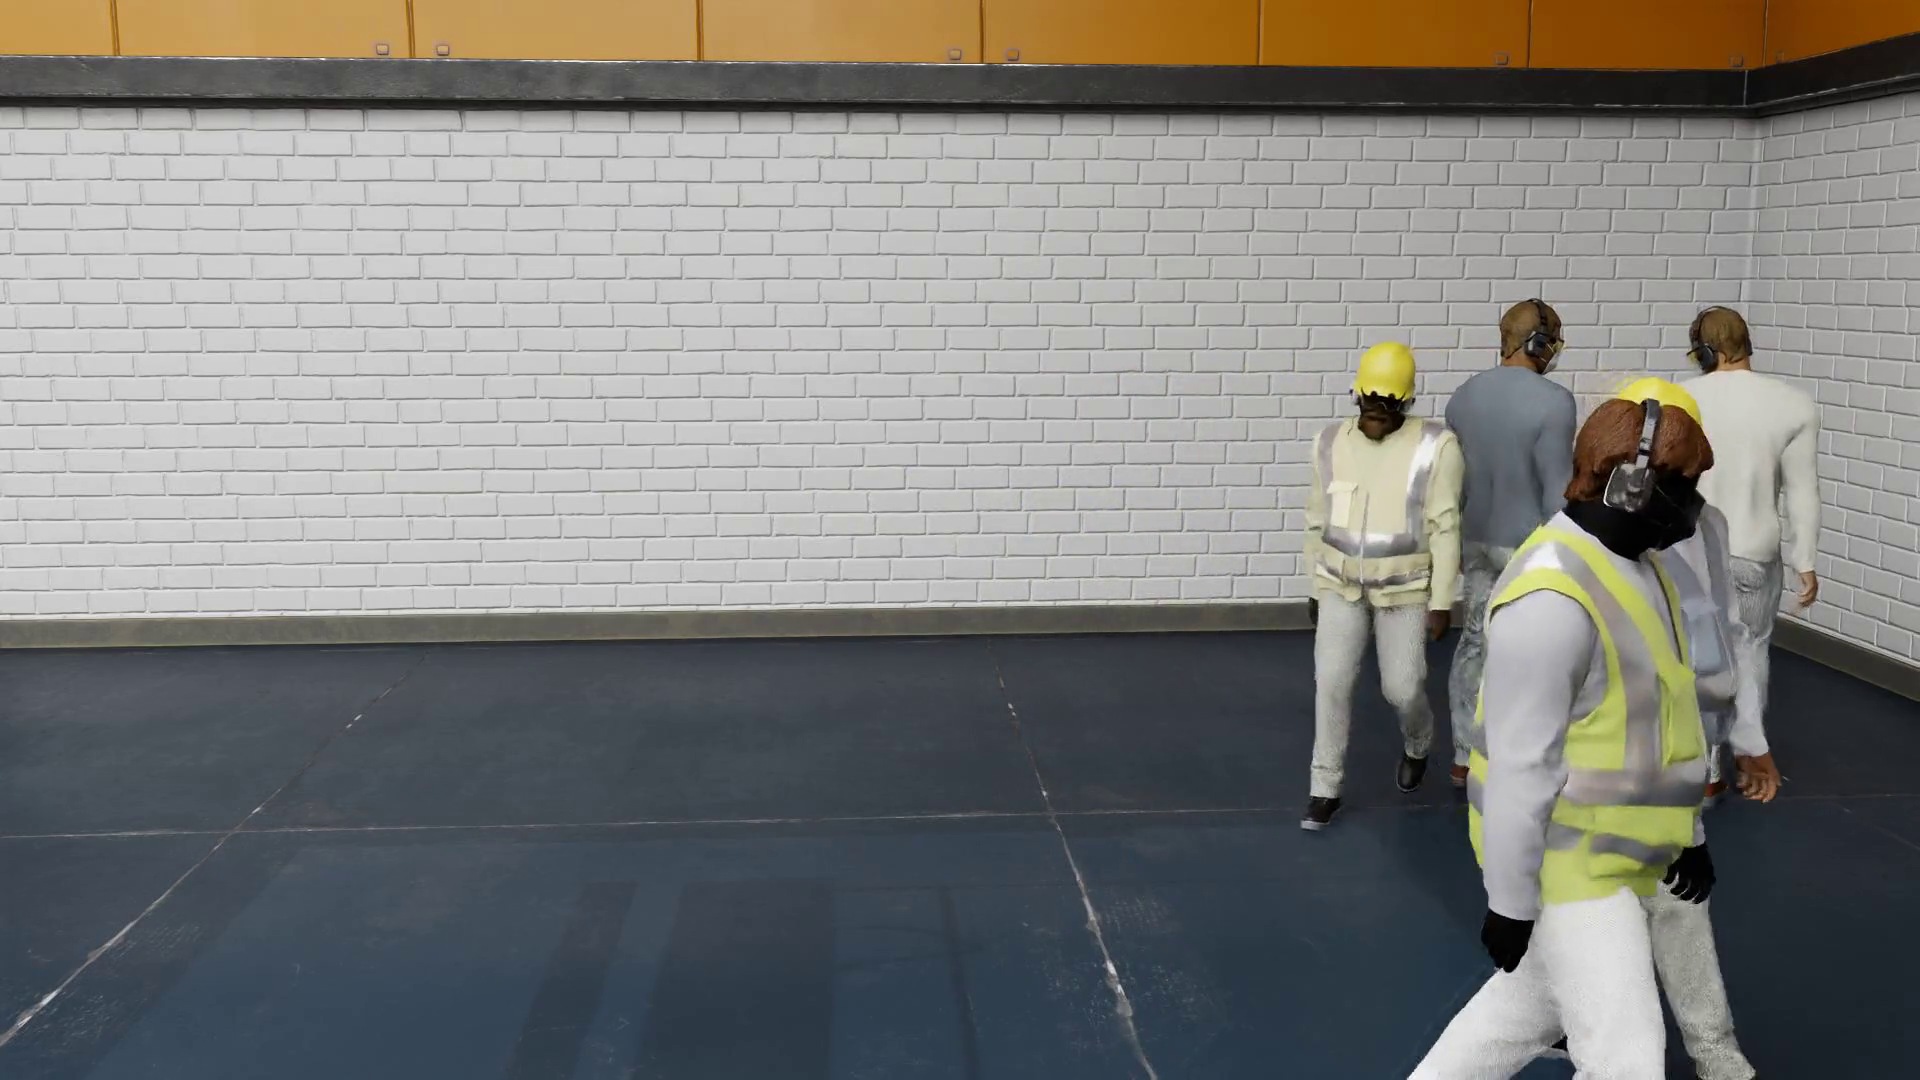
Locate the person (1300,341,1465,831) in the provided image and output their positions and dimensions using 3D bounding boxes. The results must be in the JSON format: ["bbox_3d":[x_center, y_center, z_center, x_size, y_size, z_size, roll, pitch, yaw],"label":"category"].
[{"bbox_3d":[1.573,0.156,6.162,0.617,1.796,0.663,5,10,30],"label":"person"}]

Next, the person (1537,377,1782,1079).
[{"bbox_3d":[1.724,0.508,3.979,0.771,1.776,0.570,8,12,41],"label":"person"}]

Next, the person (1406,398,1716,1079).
[{"bbox_3d":[1.203,0.613,3.284,0.849,1.809,0.629,5,10,30],"label":"person"}]

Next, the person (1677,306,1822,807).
[{"bbox_3d":[2.987,0.050,6.495,0.667,1.897,0.782,5,10,26],"label":"person"}]

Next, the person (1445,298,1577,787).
[{"bbox_3d":[2.131,0.044,6.421,0.370,1.934,0.627,-5,10,-26],"label":"person"}]
